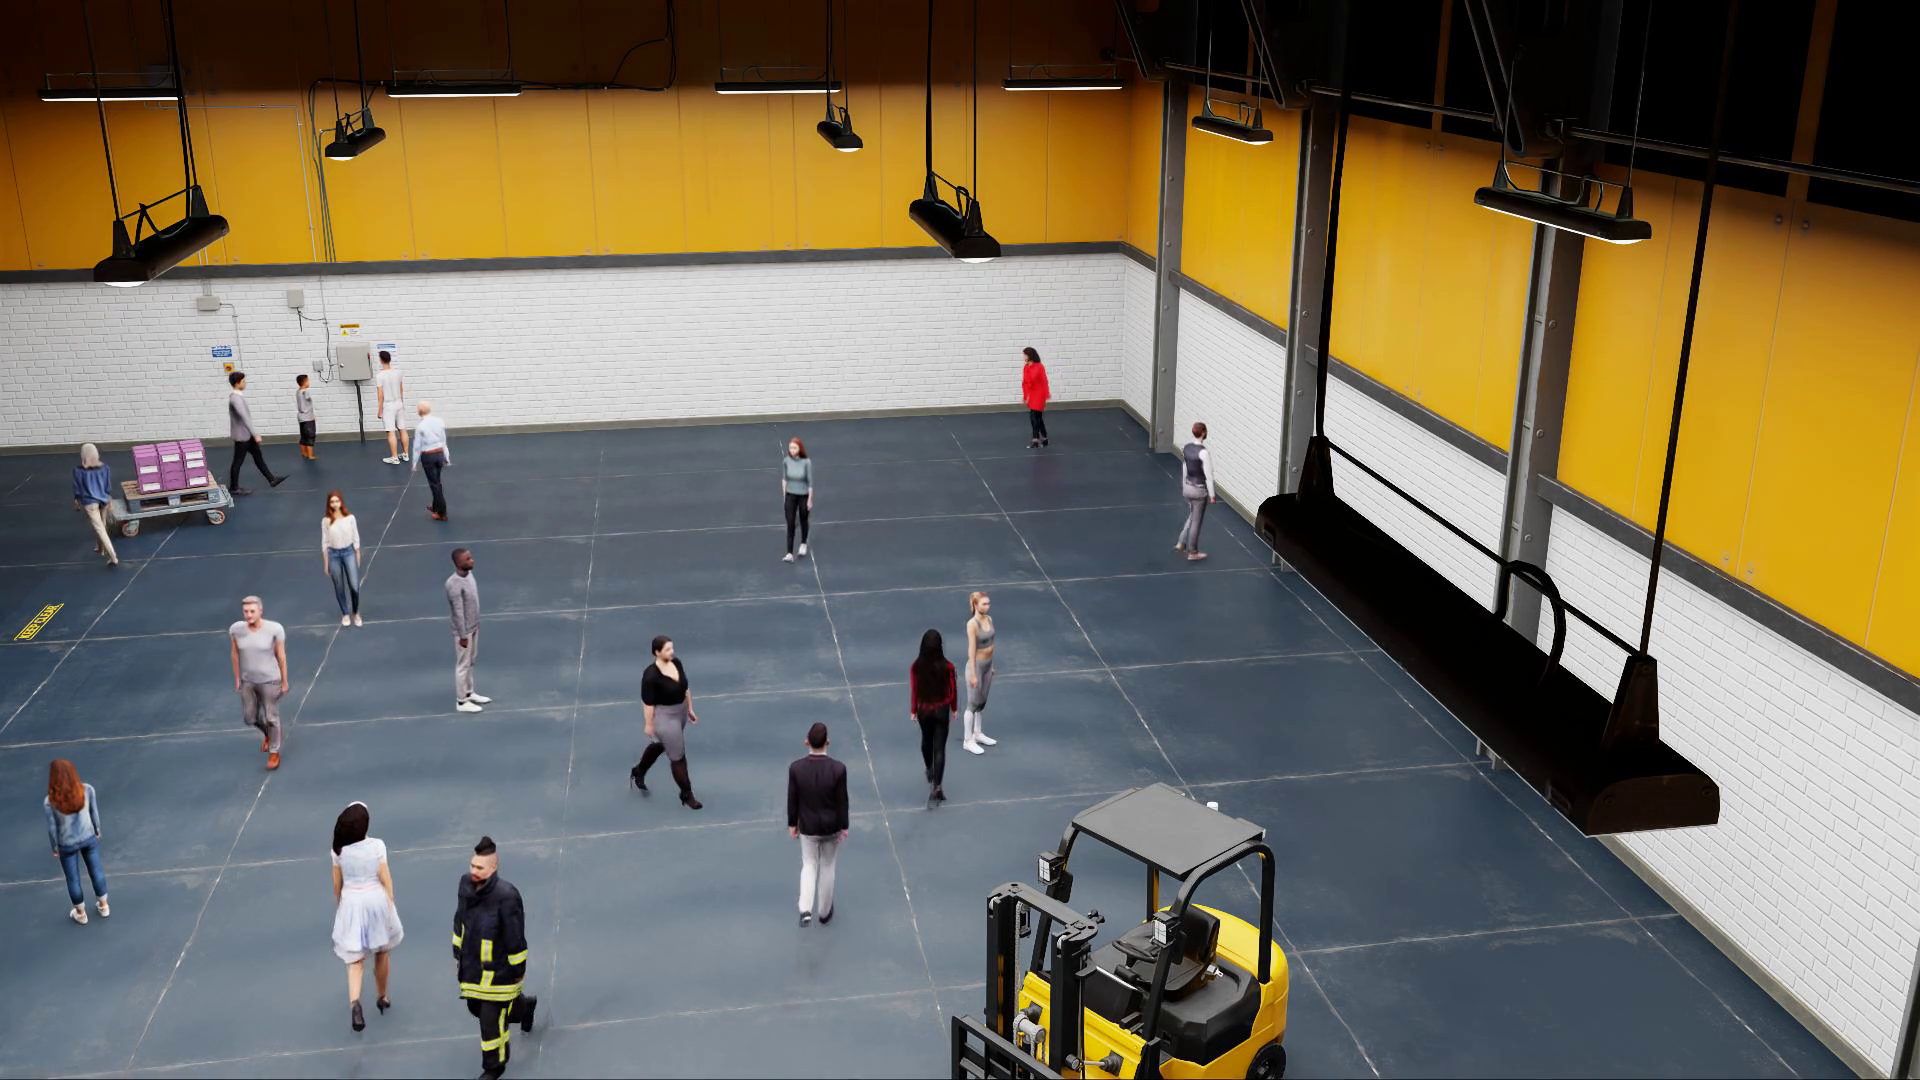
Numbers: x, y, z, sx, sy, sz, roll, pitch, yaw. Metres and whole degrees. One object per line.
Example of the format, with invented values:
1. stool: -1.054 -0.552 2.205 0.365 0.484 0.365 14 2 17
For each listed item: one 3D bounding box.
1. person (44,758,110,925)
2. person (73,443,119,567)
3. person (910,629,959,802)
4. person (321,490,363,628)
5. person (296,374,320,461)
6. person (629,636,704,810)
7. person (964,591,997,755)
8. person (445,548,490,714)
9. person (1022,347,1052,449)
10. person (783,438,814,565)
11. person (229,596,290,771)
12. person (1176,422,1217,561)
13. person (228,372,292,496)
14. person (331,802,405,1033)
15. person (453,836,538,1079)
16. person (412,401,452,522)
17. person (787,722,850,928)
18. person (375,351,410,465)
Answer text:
1. person: -7.357 2.497 13.849 0.630 1.476 0.659 -17 25 -40
2. person: -11.545 -0.440 22.286 1.180 1.658 1.084 15 24 37
3. person: -0.237 1.711 15.965 0.787 1.614 1.077 3 19 9
4. person: -7.545 0.207 20.276 0.634 1.714 0.679 -6 20 -17
5. person: -10.809 -2.072 27.457 0.606 1.449 0.674 14 23 35
6. person: -2.860 1.709 15.805 1.106 1.722 1.152 8 20 22
7. person: 0.195 1.324 16.973 0.693 1.705 0.625 11 22 30
8. person: -5.345 0.945 17.900 0.790 1.832 0.577 0 19 1
9. person: 1.346 -2.381 27.973 0.835 1.707 0.899 15 24 38
10. person: -2.162 -0.552 22.556 0.875 1.698 1.189 3 19 10
11. person: -6.964 1.374 16.652 0.749 1.816 0.807 -1 19 -3
12. person: 3.128 -0.645 22.470 0.806 1.927 0.705 -9 21 -25
13. person: -11.019 -1.583 25.321 0.907 1.887 1.106 -6 20 -18
14. person: -4.419 2.833 12.336 0.674 1.805 0.980 -2 19 -7
15. person: -3.316 2.954 11.933 1.085 1.833 1.148 12 22 31
16. person: -7.614 -1.133 24.158 0.989 1.776 0.928 13 23 34
17. person: -1.156 2.395 13.603 0.801 1.825 0.949 2 19 6
18. person: -9.258 -2.166 27.114 0.822 1.847 0.745 11 21 29
